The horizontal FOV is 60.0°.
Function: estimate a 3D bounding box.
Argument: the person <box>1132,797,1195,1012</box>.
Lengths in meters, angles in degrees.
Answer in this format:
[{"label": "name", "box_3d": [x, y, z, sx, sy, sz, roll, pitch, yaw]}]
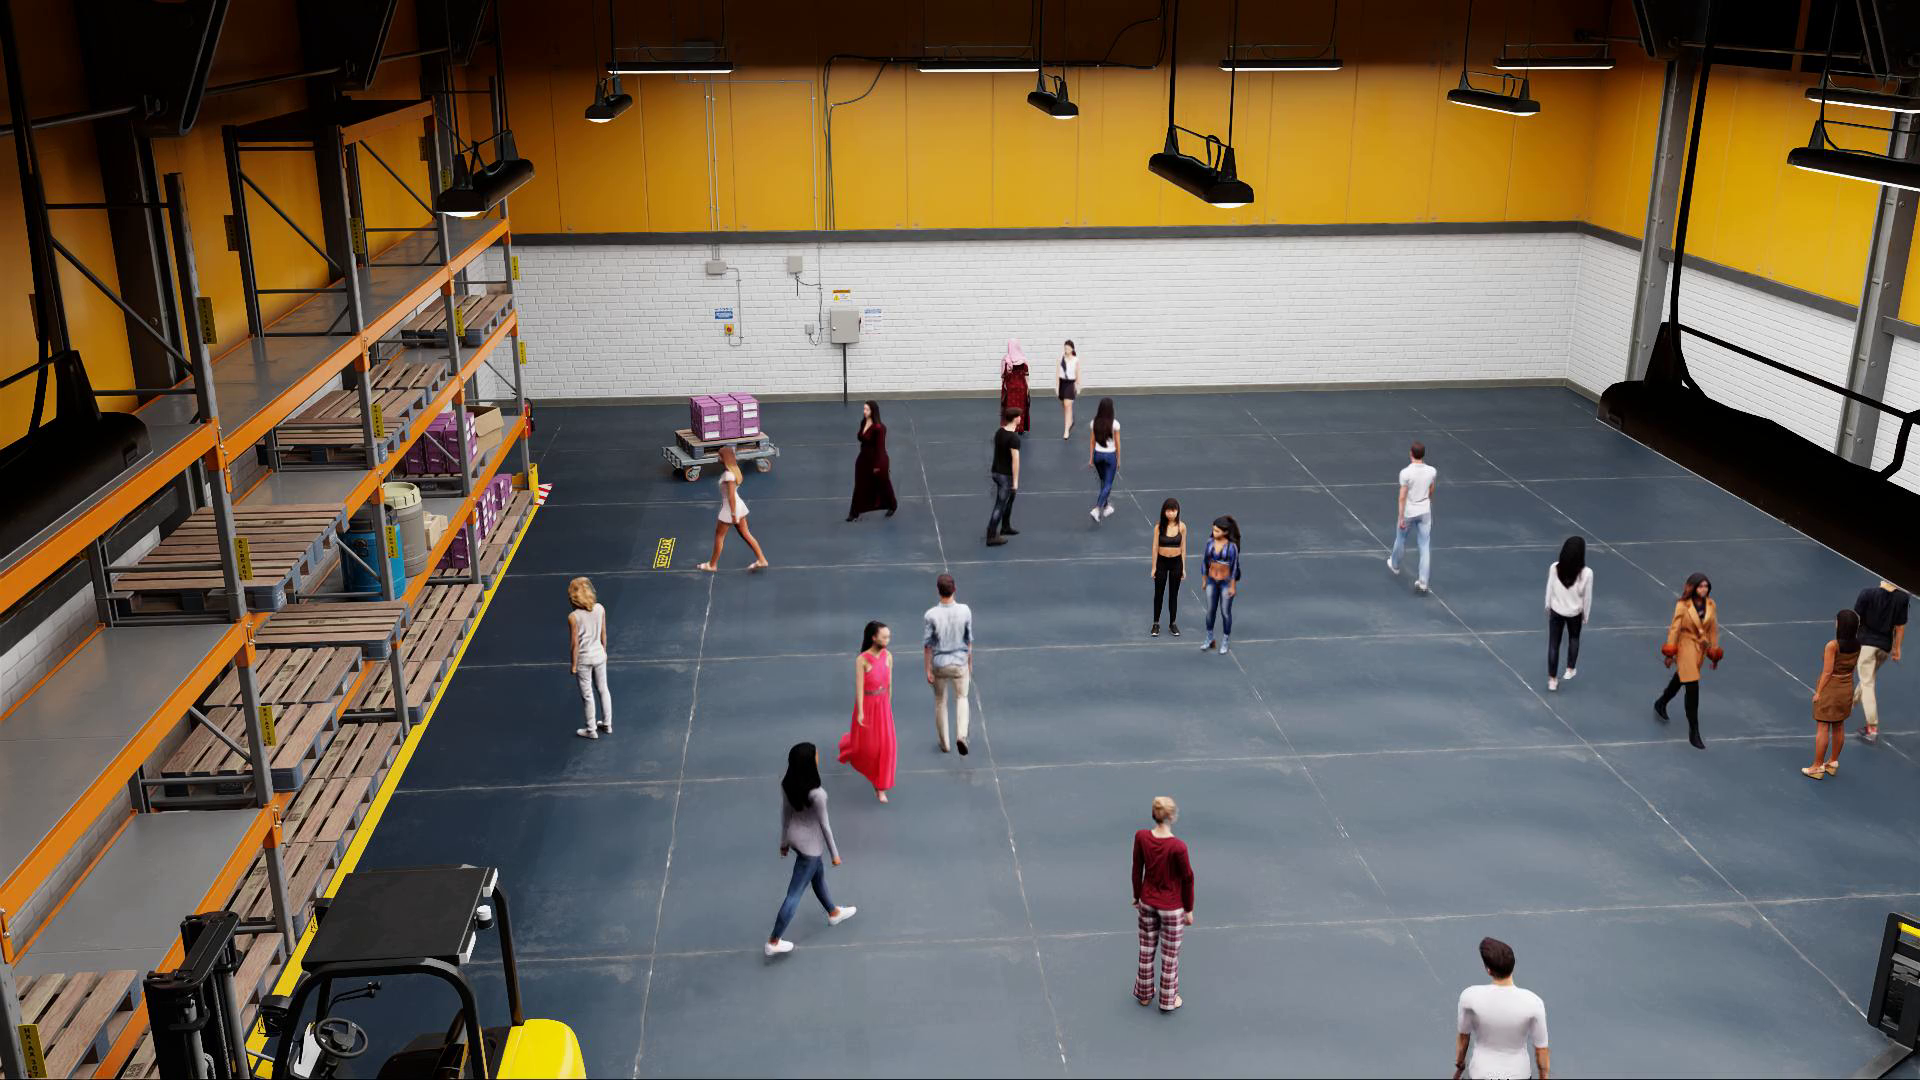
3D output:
[{"label": "person", "box_3d": [1.472, 2.636, 12.145, 0.687, 1.702, 0.713, 12, 22, 31]}]

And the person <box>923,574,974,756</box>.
[{"label": "person", "box_3d": [-0.089, 1.248, 16.063, 0.634, 1.832, 0.874, -2, 19, -6]}]

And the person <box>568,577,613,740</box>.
[{"label": "person", "box_3d": [-3.685, 1.167, 16.554, 0.738, 1.672, 0.684, 16, 24, 39]}]

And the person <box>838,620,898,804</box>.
[{"label": "person", "box_3d": [-0.853, 1.558, 15.352, 0.908, 1.698, 1.104, -11, 22, -31]}]

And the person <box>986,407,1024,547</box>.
[{"label": "person", "box_3d": [0.530, -0.844, 22.221, 0.916, 1.865, 0.893, -9, 21, -25]}]

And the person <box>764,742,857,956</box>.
[{"label": "person", "box_3d": [-1.267, 2.418, 12.819, 1.138, 1.684, 1.177, -16, 24, -39]}]

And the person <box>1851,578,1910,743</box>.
[{"label": "person", "box_3d": [9.110, 1.115, 16.503, 0.708, 1.803, 1.172, -1, 19, -2]}]

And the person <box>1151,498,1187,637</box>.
[{"label": "person", "box_3d": [2.406, 0.295, 19.188, 0.573, 1.643, 0.507, 0, 19, 0]}]

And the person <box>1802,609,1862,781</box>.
[{"label": "person", "box_3d": [8.248, 1.448, 15.691, 0.629, 1.690, 0.612, -8, 20, -23]}]

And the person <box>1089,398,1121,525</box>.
[{"label": "person", "box_3d": [1.984, -1.076, 23.100, 0.997, 1.745, 1.172, 10, 21, 28]}]

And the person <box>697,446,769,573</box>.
[{"label": "person", "box_3d": [-2.802, -0.357, 21.112, 0.768, 1.650, 1.105, 1, 19, 3]}]

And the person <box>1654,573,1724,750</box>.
[{"label": "person", "box_3d": [7.246, 1.145, 16.625, 0.747, 1.668, 1.160, -3, 19, -8]}]

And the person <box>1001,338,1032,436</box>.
[{"label": "person", "box_3d": [0.911, -2.556, 27.663, 0.688, 1.637, 0.637, 1, 19, 3]}]

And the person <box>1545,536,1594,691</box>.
[{"label": "person", "box_3d": [6.410, 0.796, 17.642, 0.840, 1.681, 0.935, 8, 20, 24]}]

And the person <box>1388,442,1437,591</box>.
[{"label": "person", "box_3d": [5.683, -0.259, 20.589, 0.631, 1.798, 1.187, -2, 19, -6]}]

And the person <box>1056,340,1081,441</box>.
[{"label": "person", "box_3d": [1.787, -2.502, 27.552, 0.827, 1.605, 1.166, 6, 19, 16]}]

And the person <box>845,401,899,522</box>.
[{"label": "person", "box_3d": [-1.130, -1.079, 23.164, 1.120, 1.709, 1.121, -16, 24, -39]}]

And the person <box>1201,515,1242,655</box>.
[{"label": "person", "box_3d": [2.920, 0.489, 18.650, 0.701, 1.619, 0.743, 12, 22, 32]}]

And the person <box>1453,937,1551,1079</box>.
[{"label": "person", "box_3d": [3.296, 3.275, 10.061, 0.800, 1.820, 0.703, 9, 21, 26]}]
